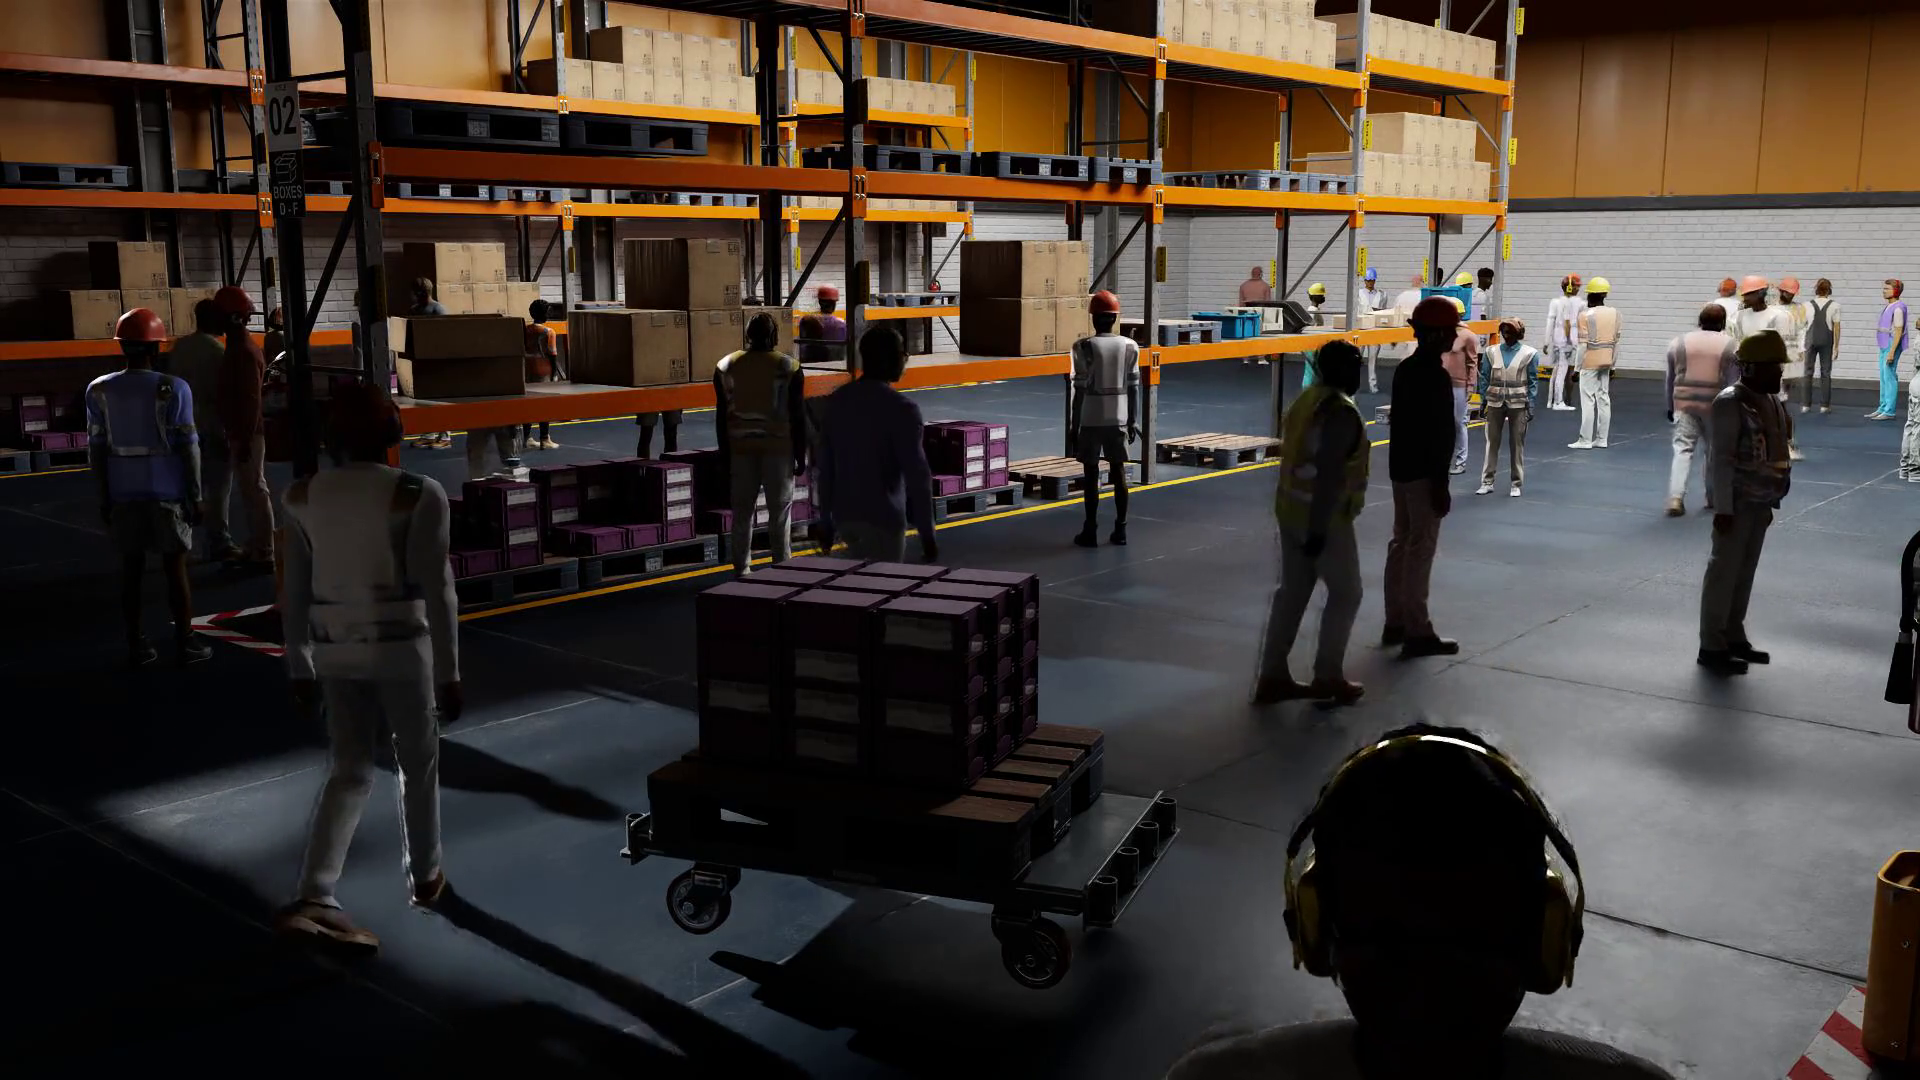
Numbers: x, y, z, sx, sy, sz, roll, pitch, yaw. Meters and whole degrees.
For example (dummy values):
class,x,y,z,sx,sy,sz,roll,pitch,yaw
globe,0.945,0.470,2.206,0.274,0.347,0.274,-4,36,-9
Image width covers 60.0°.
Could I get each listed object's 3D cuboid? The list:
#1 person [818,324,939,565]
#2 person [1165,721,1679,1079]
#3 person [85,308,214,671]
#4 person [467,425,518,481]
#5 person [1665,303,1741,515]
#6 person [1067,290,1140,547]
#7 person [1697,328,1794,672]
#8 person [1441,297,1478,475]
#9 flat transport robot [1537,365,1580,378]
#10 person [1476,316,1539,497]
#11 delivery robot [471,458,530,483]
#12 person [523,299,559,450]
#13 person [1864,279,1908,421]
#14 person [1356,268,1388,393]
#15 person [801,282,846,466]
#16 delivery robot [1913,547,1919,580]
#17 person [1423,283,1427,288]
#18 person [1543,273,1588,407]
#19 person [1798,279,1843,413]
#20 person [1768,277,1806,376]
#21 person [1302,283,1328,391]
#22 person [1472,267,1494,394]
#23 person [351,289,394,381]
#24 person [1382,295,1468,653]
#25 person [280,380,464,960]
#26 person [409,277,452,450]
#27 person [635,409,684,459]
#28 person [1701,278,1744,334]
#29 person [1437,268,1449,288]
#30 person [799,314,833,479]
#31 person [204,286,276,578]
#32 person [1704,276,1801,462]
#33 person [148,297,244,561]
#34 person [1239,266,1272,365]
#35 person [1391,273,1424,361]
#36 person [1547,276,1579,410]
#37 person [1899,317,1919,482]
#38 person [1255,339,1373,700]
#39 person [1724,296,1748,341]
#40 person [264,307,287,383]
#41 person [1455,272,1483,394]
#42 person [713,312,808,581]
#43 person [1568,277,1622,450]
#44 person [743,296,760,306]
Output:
class,x,y,z,sx,sy,sz,roll,pitch,yaw
person,-0.464,-0.074,7.947,0.958,1.905,0.641,-9,13,-42
person,0.403,1.073,1.520,0.570,1.851,0.551,2,10,13
person,-4.337,-0.266,8.919,0.551,1.934,0.373,-1,10,-6
person,-3.952,-1.012,14.130,0.520,1.599,0.825,2,10,11
person,6.320,-1.116,14.186,0.625,1.799,0.972,6,12,31
person,1.075,-0.914,12.604,0.553,1.935,0.363,-3,10,-15
person,4.232,-0.218,8.943,0.601,1.830,0.403,-9,13,-42
person,4.905,-1.537,16.640,0.319,1.767,0.534,-7,12,-37
flat transport robot,10.570,-2.936,28.858,1.431,0.197,0.652,-4,11,-21
person,4.984,-1.210,15.143,0.514,1.639,0.310,6,12,31
delivery robot,-3.597,-0.418,13.448,0.477,0.478,0.707,6,12,32
person,-4.714,-1.849,18.656,0.533,1.687,0.320,6,11,29
person,12.199,-2.486,21.806,0.386,1.848,0.567,3,10,16
person,6.337,-3.248,25.860,0.614,1.946,0.390,0,10,0
person,-1.415,-1.726,17.339,0.544,1.907,0.935,1,10,8
delivery robot,6.301,0.100,10.497,0.707,0.478,0.477,-8,13,-37
person,7.113,-3.101,25.638,0.527,1.740,0.771,0,10,2
person,8.513,-2.781,23.316,0.624,1.908,0.529,4,11,22
person,11.830,-2.661,22.898,0.512,1.832,0.570,6,12,30
person,10.914,-2.550,22.134,0.531,1.884,0.979,1,10,7
person,4.936,-2.682,23.160,0.315,1.769,0.523,2,10,10
person,7.959,-3.187,25.490,0.389,1.957,0.607,0,10,2
person,-6.464,-1.853,18.278,0.403,1.823,0.588,4,11,20
person,2.612,-0.367,9.350,0.401,1.992,0.641,-1,10,-7
person,-1.931,0.408,5.392,0.620,1.842,0.877,0,10,1
person,-5.950,-1.978,18.668,0.629,1.937,0.377,8,12,37
person,-2.684,-1.362,14.857,0.615,2.041,0.376,-5,11,-28
person,10.417,-2.653,22.818,0.572,1.823,0.980,2,10,11
person,8.358,-3.812,29.174,0.589,1.915,0.393,2,10,10
person,-1.424,-1.380,16.141,0.365,1.620,0.530,-7,12,-36
person,-4.949,-0.746,11.480,0.375,1.997,0.612,-6,11,-29
person,8.493,-1.796,17.571,1.013,1.972,0.689,-6,11,-30
person,-5.453,-0.770,11.848,0.644,1.916,0.618,7,12,34
person,5.751,-4.355,32.289,0.652,1.906,0.403,6,11,30
person,6.886,-3.105,25.228,0.423,1.905,0.668,-7,12,-34
person,8.452,-2.752,23.266,0.311,1.869,0.530,1,10,3
person,9.348,-1.427,16.081,0.294,1.744,0.487,2,10,13
person,1.775,-0.090,8.295,0.629,1.802,0.644,-3,10,-14
person,9.200,-2.056,19.451,0.585,1.824,0.406,2,10,10
person,-7.285,-1.688,17.901,0.497,1.629,0.277,7,12,35
person,6.899,-2.689,22.758,0.383,1.921,0.585,10,14,44
person,-1.308,-0.589,11.059,0.629,1.837,0.429,2,10,9
person,7.114,-1.972,18.657,0.594,1.926,0.369,-4,11,-23
person,-2.777,-2.329,21.480,0.727,1.647,0.528,7,12,35
